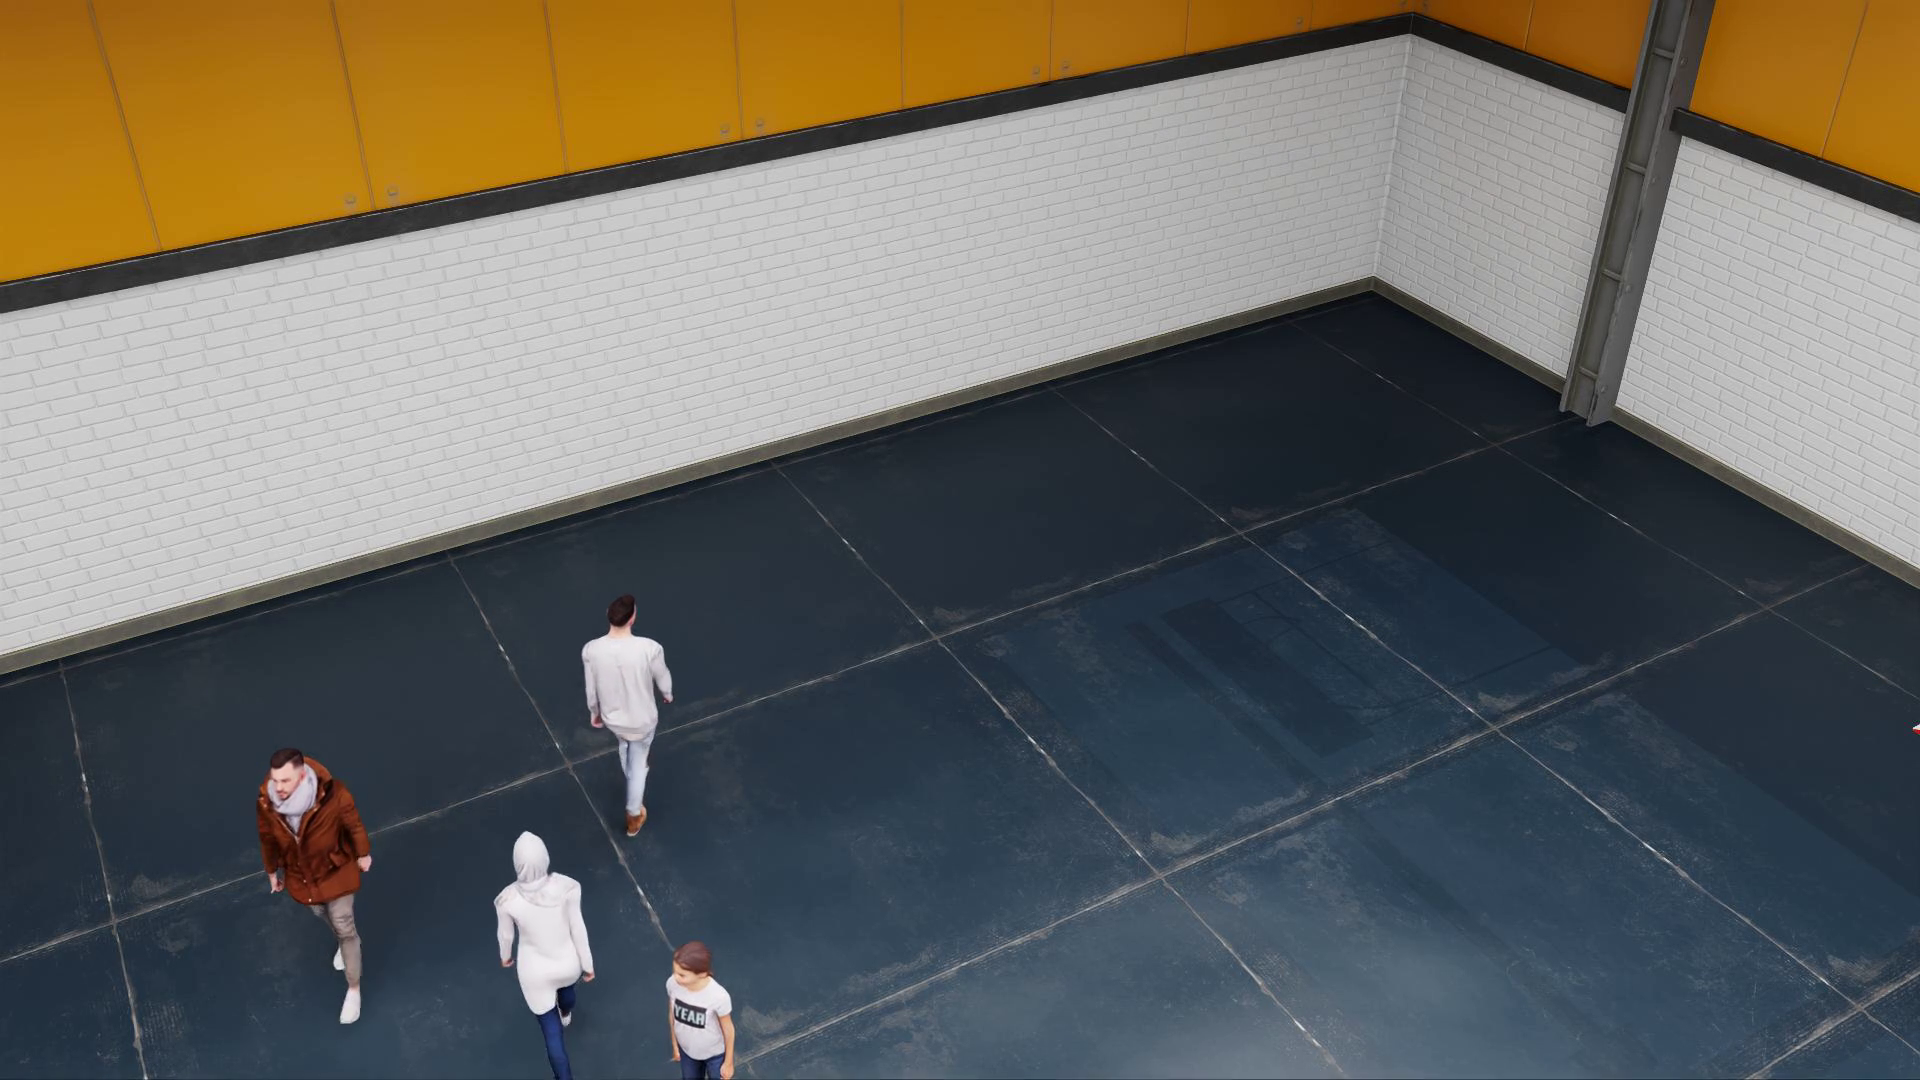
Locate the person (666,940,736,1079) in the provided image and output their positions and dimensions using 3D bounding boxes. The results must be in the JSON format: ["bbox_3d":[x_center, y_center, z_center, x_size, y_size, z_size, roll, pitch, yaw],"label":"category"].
[{"bbox_3d":[-1.357,2.670,8.806,0.616,1.553,0.693,13,36,19],"label":"person"}]

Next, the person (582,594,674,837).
[{"bbox_3d":[-2.157,1.185,10.812,0.964,1.806,1.058,2,34,3],"label":"person"}]

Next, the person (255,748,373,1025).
[{"bbox_3d":[-3.733,1.874,9.779,1.004,1.802,1.143,-1,34,-1],"label":"person"}]

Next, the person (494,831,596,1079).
[{"bbox_3d":[-2.221,2.399,9.062,0.804,1.721,1.243,-12,35,-17],"label":"person"}]
